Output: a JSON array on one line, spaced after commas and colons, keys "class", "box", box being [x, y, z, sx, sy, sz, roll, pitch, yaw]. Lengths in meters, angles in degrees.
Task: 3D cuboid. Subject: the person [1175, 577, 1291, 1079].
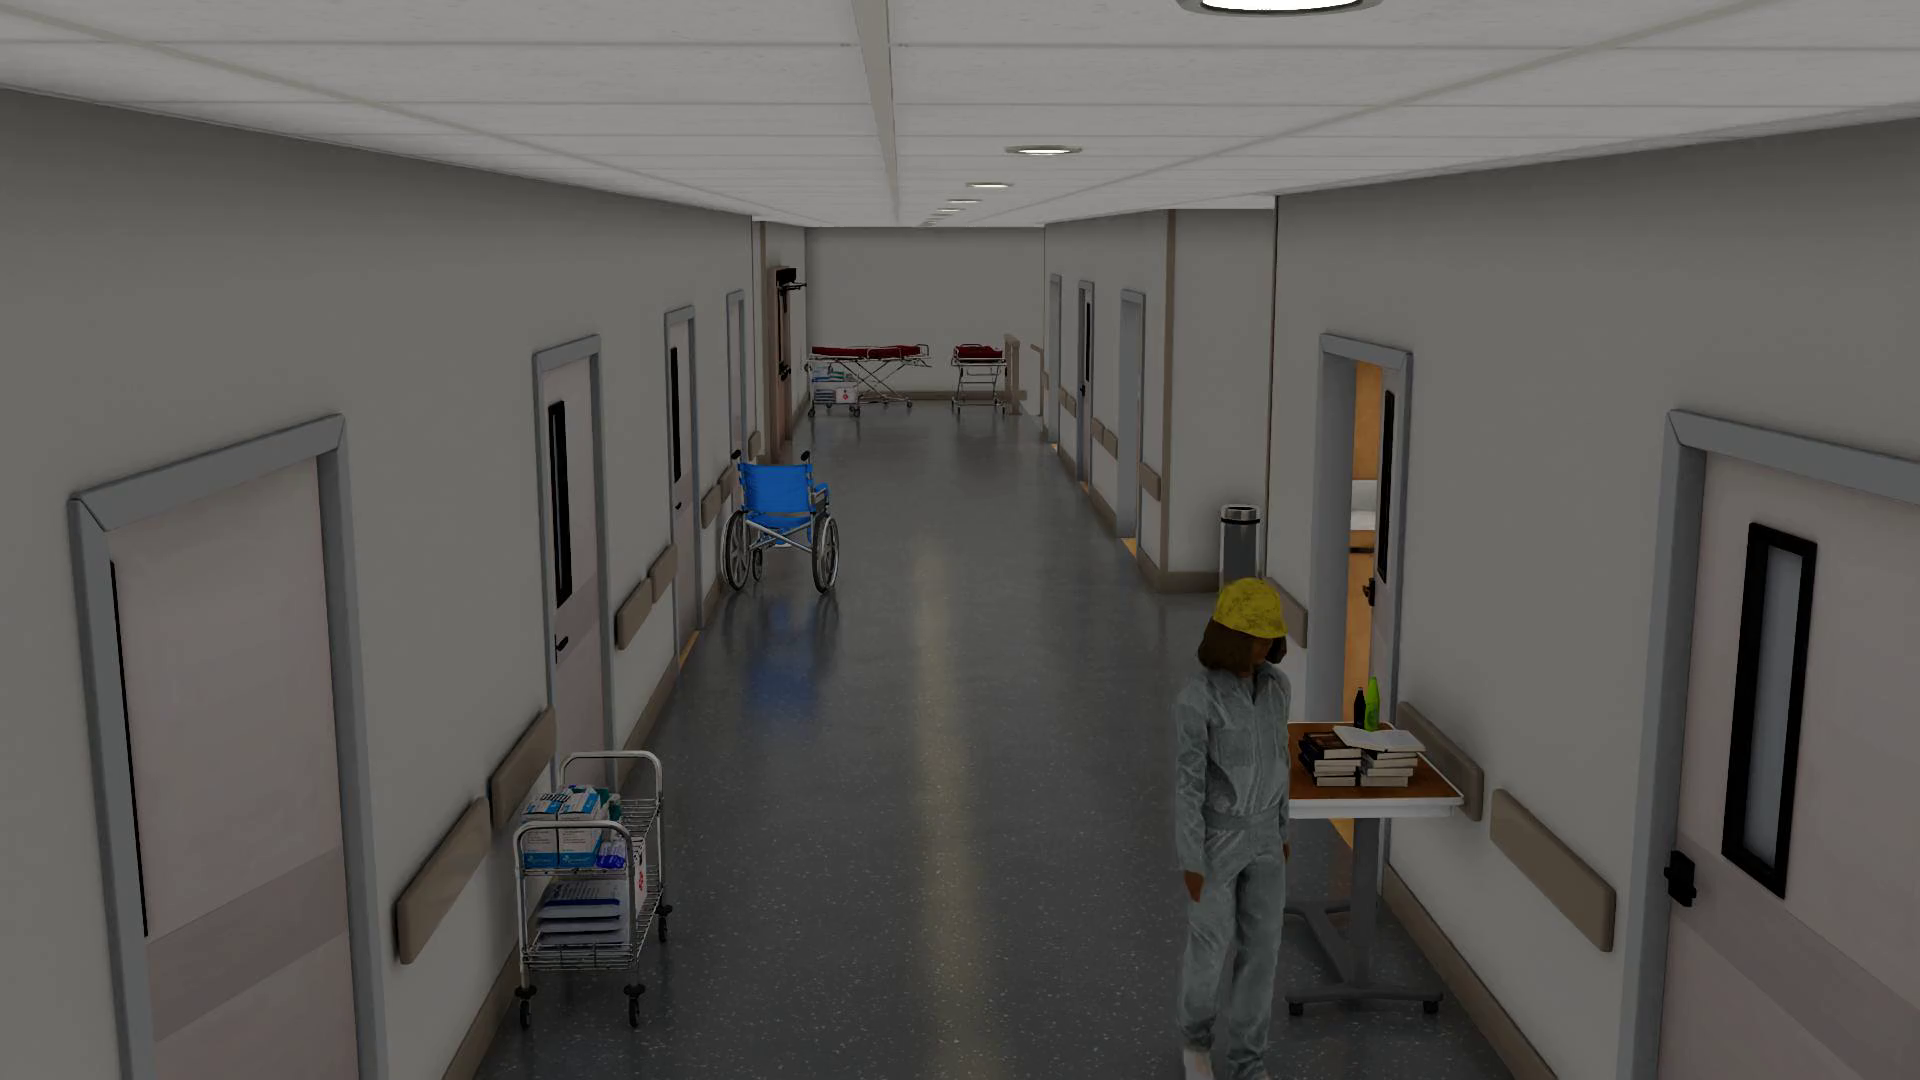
[{"class": "person", "box": [0.890, 0.968, 5.331, 0.504, 1.734, 0.471, -7, 12, -34]}]
